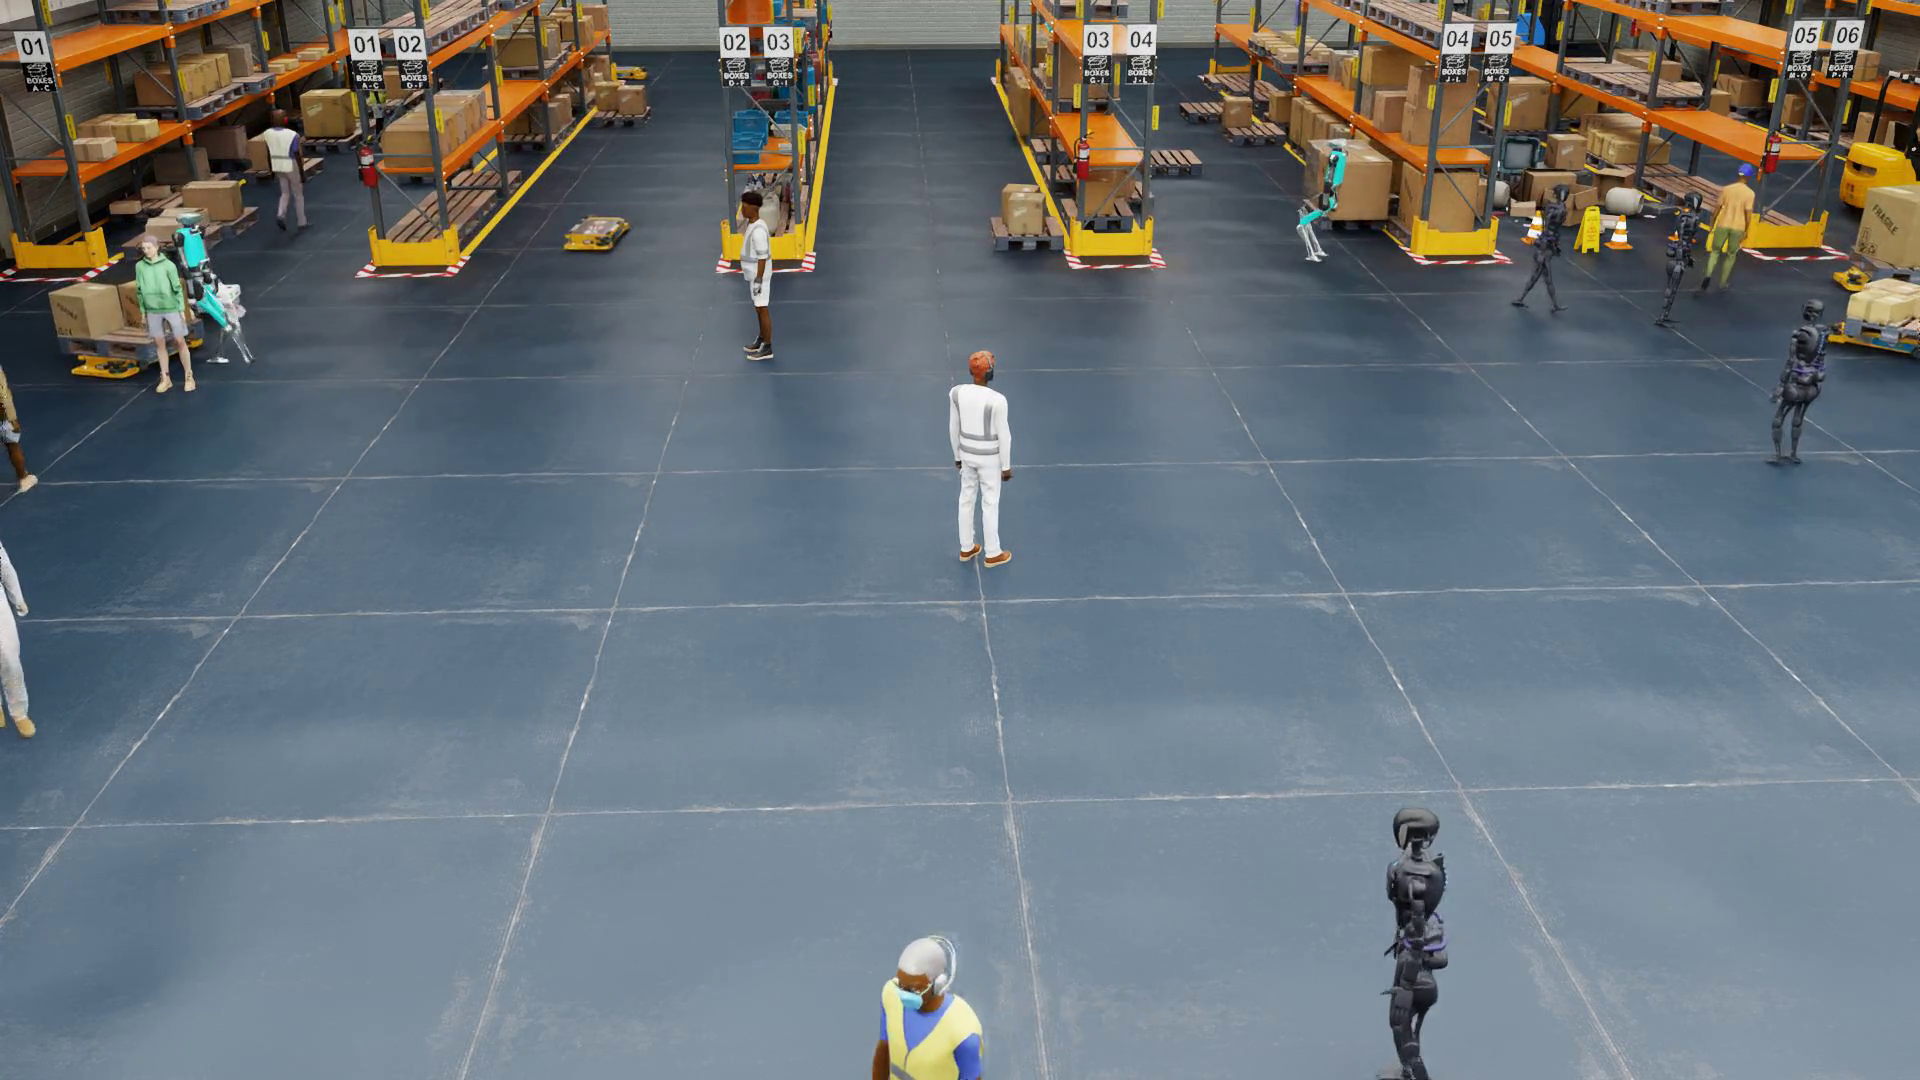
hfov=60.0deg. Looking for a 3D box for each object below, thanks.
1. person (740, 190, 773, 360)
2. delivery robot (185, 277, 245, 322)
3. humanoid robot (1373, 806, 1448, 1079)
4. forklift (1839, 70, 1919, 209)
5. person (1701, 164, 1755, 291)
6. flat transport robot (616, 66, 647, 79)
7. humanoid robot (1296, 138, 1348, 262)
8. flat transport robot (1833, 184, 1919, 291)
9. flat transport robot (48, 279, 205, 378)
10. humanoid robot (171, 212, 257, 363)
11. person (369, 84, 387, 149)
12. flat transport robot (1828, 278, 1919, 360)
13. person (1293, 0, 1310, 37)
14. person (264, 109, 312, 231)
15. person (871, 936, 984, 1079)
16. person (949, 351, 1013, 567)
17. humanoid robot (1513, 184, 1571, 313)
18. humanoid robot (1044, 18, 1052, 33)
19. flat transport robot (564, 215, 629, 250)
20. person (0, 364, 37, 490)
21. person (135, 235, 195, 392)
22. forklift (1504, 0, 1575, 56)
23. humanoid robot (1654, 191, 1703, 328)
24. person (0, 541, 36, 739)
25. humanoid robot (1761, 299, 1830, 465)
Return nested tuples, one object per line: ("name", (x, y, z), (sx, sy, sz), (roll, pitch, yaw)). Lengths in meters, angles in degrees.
("person", (-2.364, -3.081, 19.311), (0.368, 1.966, 0.601), (-5, 24, -11))
("delivery robot", (-9.442, -3.002, 20.887), (0.814, 0.611, 0.499), (-2, 24, -4))
("humanoid robot", (2.266, 2.054, 8.156), (0.447, 1.639, 0.597), (2, 24, 5))
("forklift", (15.132, -6.143, 25.915), (2.313, 2.155, 1.214), (-1, 24, -2))
("person", (10.142, -4.102, 21.925), (0.484, 1.698, 0.567), (16, 29, 32))
("flat transport robot", (-8.127, -10.985, 39.156), (1.431, 0.231, 0.659), (-1, 24, -2))
("humanoid robot", (5.015, -4.786, 23.313), (0.718, 1.708, 0.530), (13, 27, 27))
("flat transport robot", (12.576, -3.478, 22.287), (1.431, 0.231, 0.659), (4, 24, 9))
("flat transport robot", (-9.587, -2.193, 19.400), (0.659, 0.231, 1.431), (6, 25, 13))
("humanoid robot", (-8.488, -2.817, 19.119), (0.789, 1.887, 0.556), (3, 24, 6))
("person", (-10.863, -8.187, 31.106), (0.322, 1.698, 0.534), (-4, 24, -10))
("flat transport robot", (11.205, -2.395, 19.854), (1.431, 0.231, 0.659), (21, 31, 39))
("person", (8.548, -12.884, 41.609), (0.977, 1.751, 0.600), (-4, 24, -9))
("person", (-10.140, -5.543, 25.012), (0.587, 1.822, 0.611), (5, 25, 12))
("person", (-0.150, 2.447, 7.003), (0.546, 1.881, 0.467), (21, 32, 39))
("person", (0.184, -0.681, 14.020), (0.573, 1.882, 0.356), (15, 28, 31))
("humanoid robot", (7.504, -3.717, 21.154), (0.782, 1.628, 0.615), (17, 29, 33))
("humanoid robot", (2.181, -12.963, 41.854), (0.536, 1.809, 0.815), (-8, 25, -18))
("flat transport robot", (-5.397, -4.561, 24.721), (0.659, 0.231, 1.431), (1, 24, 1))
("person", (-8.945, -1.146, 15.273), (0.561, 1.715, 0.908), (-3, 24, -8))
("person", (-8.733, -2.487, 18.248), (0.472, 1.743, 0.342), (-3, 24, -7))
("forklift", (14.700, -13.805, 42.301), (1.873, 2.768, 1.129), (-1, 24, -2))
("humanoid robot", (8.910, -3.481, 20.545), (0.315, 1.657, 0.599), (17, 29, 34))
("person", (-6.720, 0.503, 11.368), (0.605, 1.870, 0.755), (-15, 28, -29))
("humanoid robot", (8.181, -1.535, 16.180), (0.610, 1.648, 0.316), (-13, 27, -26))
